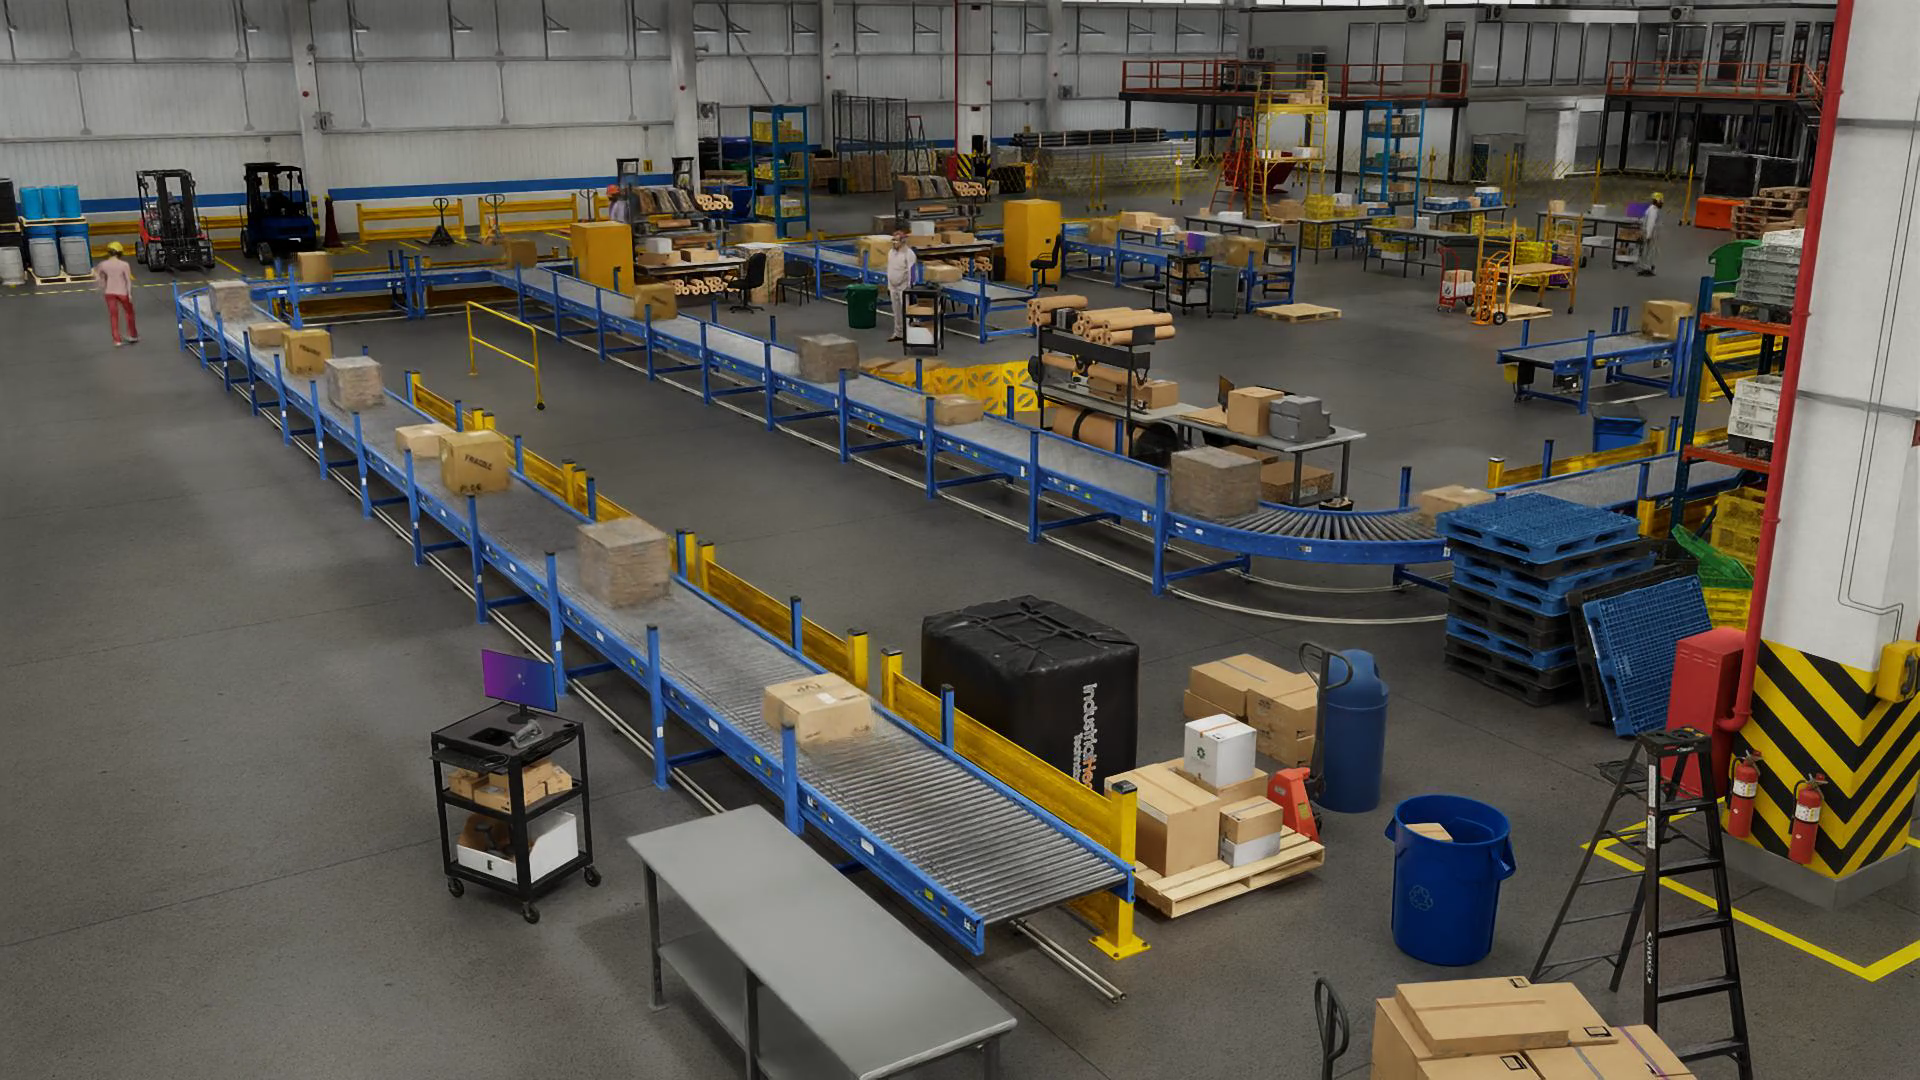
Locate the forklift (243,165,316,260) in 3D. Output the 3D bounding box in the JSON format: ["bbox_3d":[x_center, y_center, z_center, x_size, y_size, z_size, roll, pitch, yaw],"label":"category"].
[{"bbox_3d":[-15.898,-7.669,38.708,1.157,1.987,2.680,-11,20,-33],"label":"forklift"}]

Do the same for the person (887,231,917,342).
[{"bbox_3d":[-1.013,-4.261,28.082,0.400,1.897,0.644,-15,22,-41],"label":"person"}]

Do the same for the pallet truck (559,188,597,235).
[{"bbox_3d":[-10.010,-8.652,43.699,0.653,1.274,1.630,-10,20,-31],"label":"pallet truck"}]

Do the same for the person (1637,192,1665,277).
[{"bbox_3d":[15.018,-6.605,36.025,0.537,1.804,0.617,6,18,19],"label":"person"}]

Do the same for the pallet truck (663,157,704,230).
[{"bbox_3d":[-7.586,-9.308,44.692,0.823,1.965,1.885,-11,20,-33],"label":"pallet truck"}]

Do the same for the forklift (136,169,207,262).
[{"bbox_3d":[-17.842,-7.318,37.559,1.157,1.987,2.680,-10,20,-31],"label":"forklift"}]

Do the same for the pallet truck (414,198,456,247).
[{"bbox_3d":[-13.250,-8.060,41.856,0.680,1.201,1.601,-10,20,-31],"label":"pallet truck"}]

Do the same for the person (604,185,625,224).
[{"bbox_3d":[-7.433,-6.540,35.444,0.827,2.015,0.638,-13,21,-37],"label":"person"}]

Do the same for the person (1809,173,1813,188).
[{"bbox_3d":[24.728,-10.215,47.870,0.627,1.897,0.621,-3,17,-10],"label":"person"}]

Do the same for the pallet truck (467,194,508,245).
[{"bbox_3d":[-11.983,-8.177,42.137,0.704,1.261,1.522,-11,20,-33],"label":"pallet truck"}]

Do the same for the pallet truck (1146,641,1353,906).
[{"bbox_3d":[1.664,1.407,10.232,1.630,1.274,0.653,-10,20,-31],"label":"pallet truck"}]

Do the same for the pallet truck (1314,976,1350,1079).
[{"bbox_3d":[2.299,2.390,7.086,1.601,1.201,0.680,-2,17,-7],"label":"pallet truck"}]

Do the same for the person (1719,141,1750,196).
[{"bbox_3d":[25.547,-12.204,54.681,0.989,1.805,0.507,3,17,11],"label":"person"}]

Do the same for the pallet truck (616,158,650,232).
[{"bbox_3d":[-8.918,-9.176,44.255,0.823,1.965,1.885,-9,19,-27],"label":"pallet truck"}]

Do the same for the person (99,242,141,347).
[{"bbox_3d":[-14.114,-4.134,27.936,0.540,1.732,0.781,-2,17,-7],"label":"person"}]
